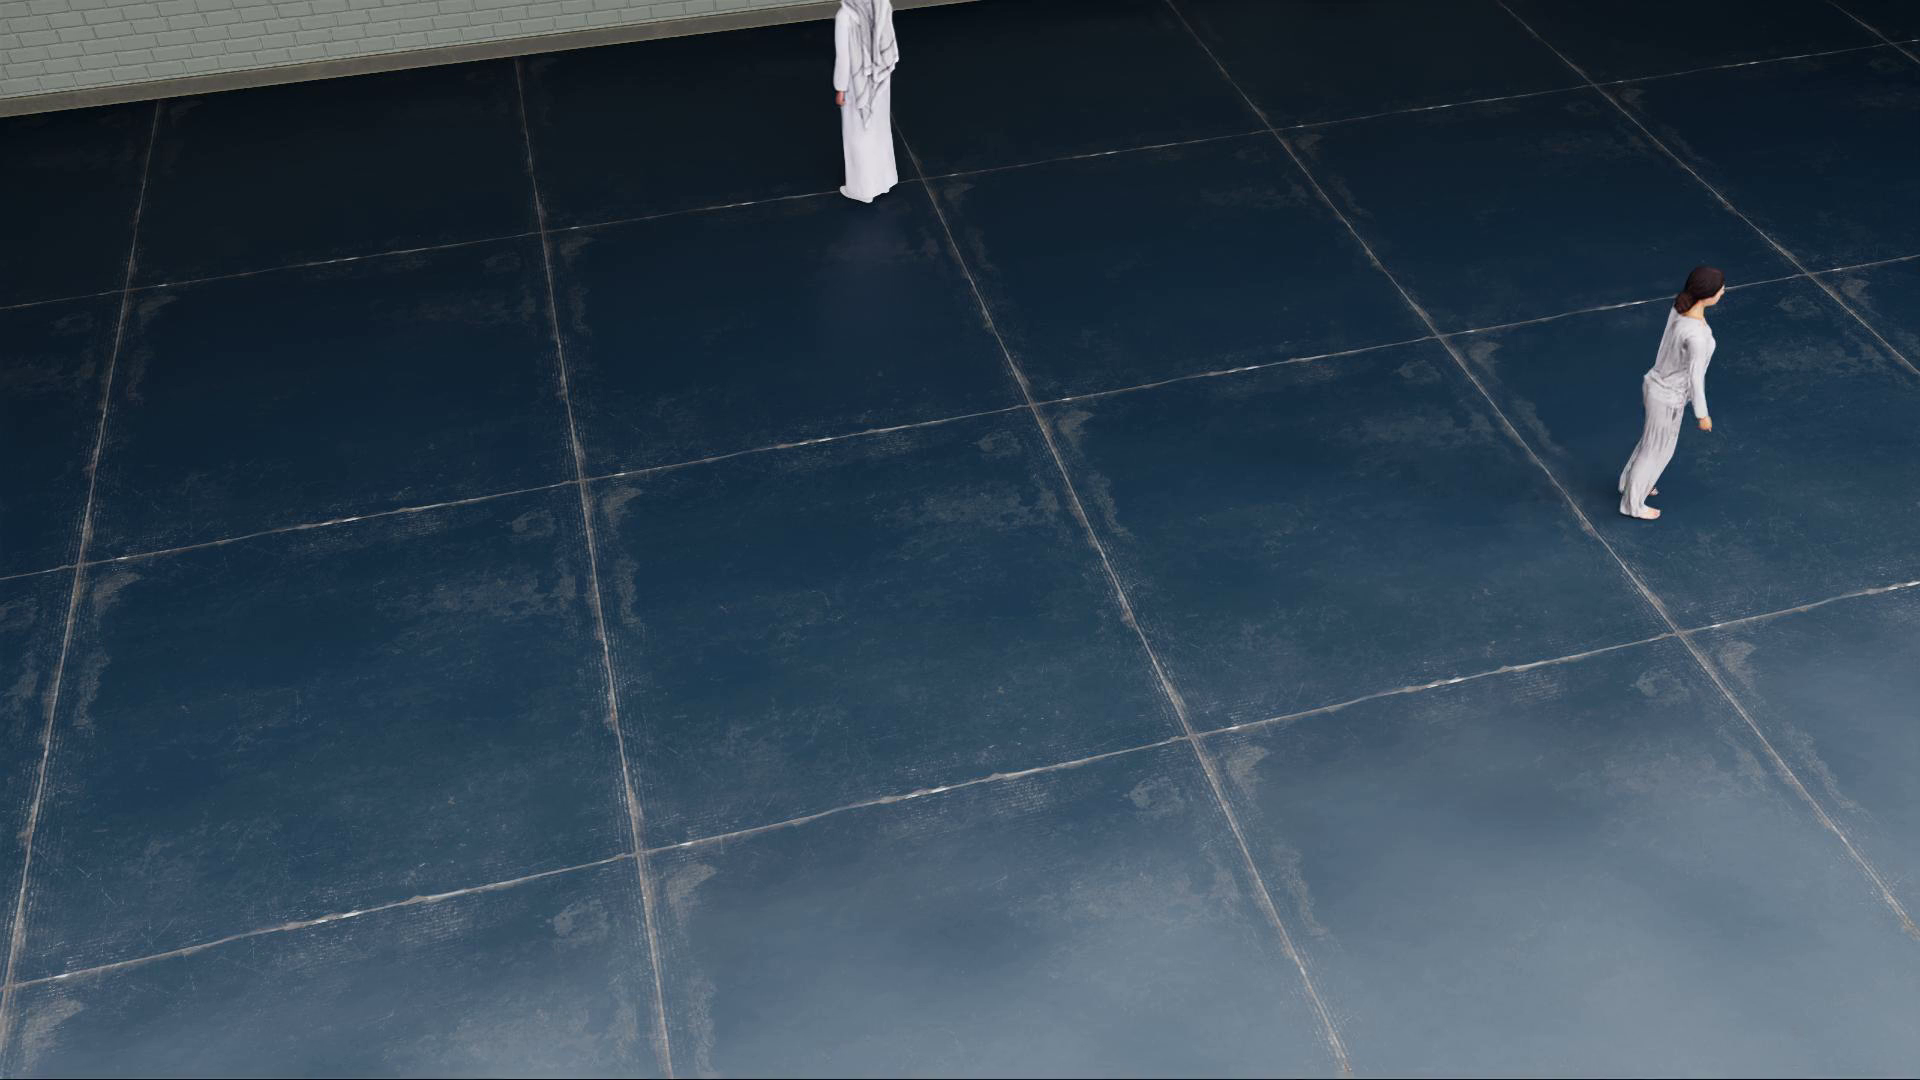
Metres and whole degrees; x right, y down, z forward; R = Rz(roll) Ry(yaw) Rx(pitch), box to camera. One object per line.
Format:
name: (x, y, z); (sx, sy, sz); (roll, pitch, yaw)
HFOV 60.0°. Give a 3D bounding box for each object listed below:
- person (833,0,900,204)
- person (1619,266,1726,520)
person: (-0.714, -3.442, 12.461); (0.793, 1.927, 0.810); (-33, 52, -31)
person: (4.122, -0.838, 9.789); (0.772, 1.768, 0.680); (5, 43, 5)
